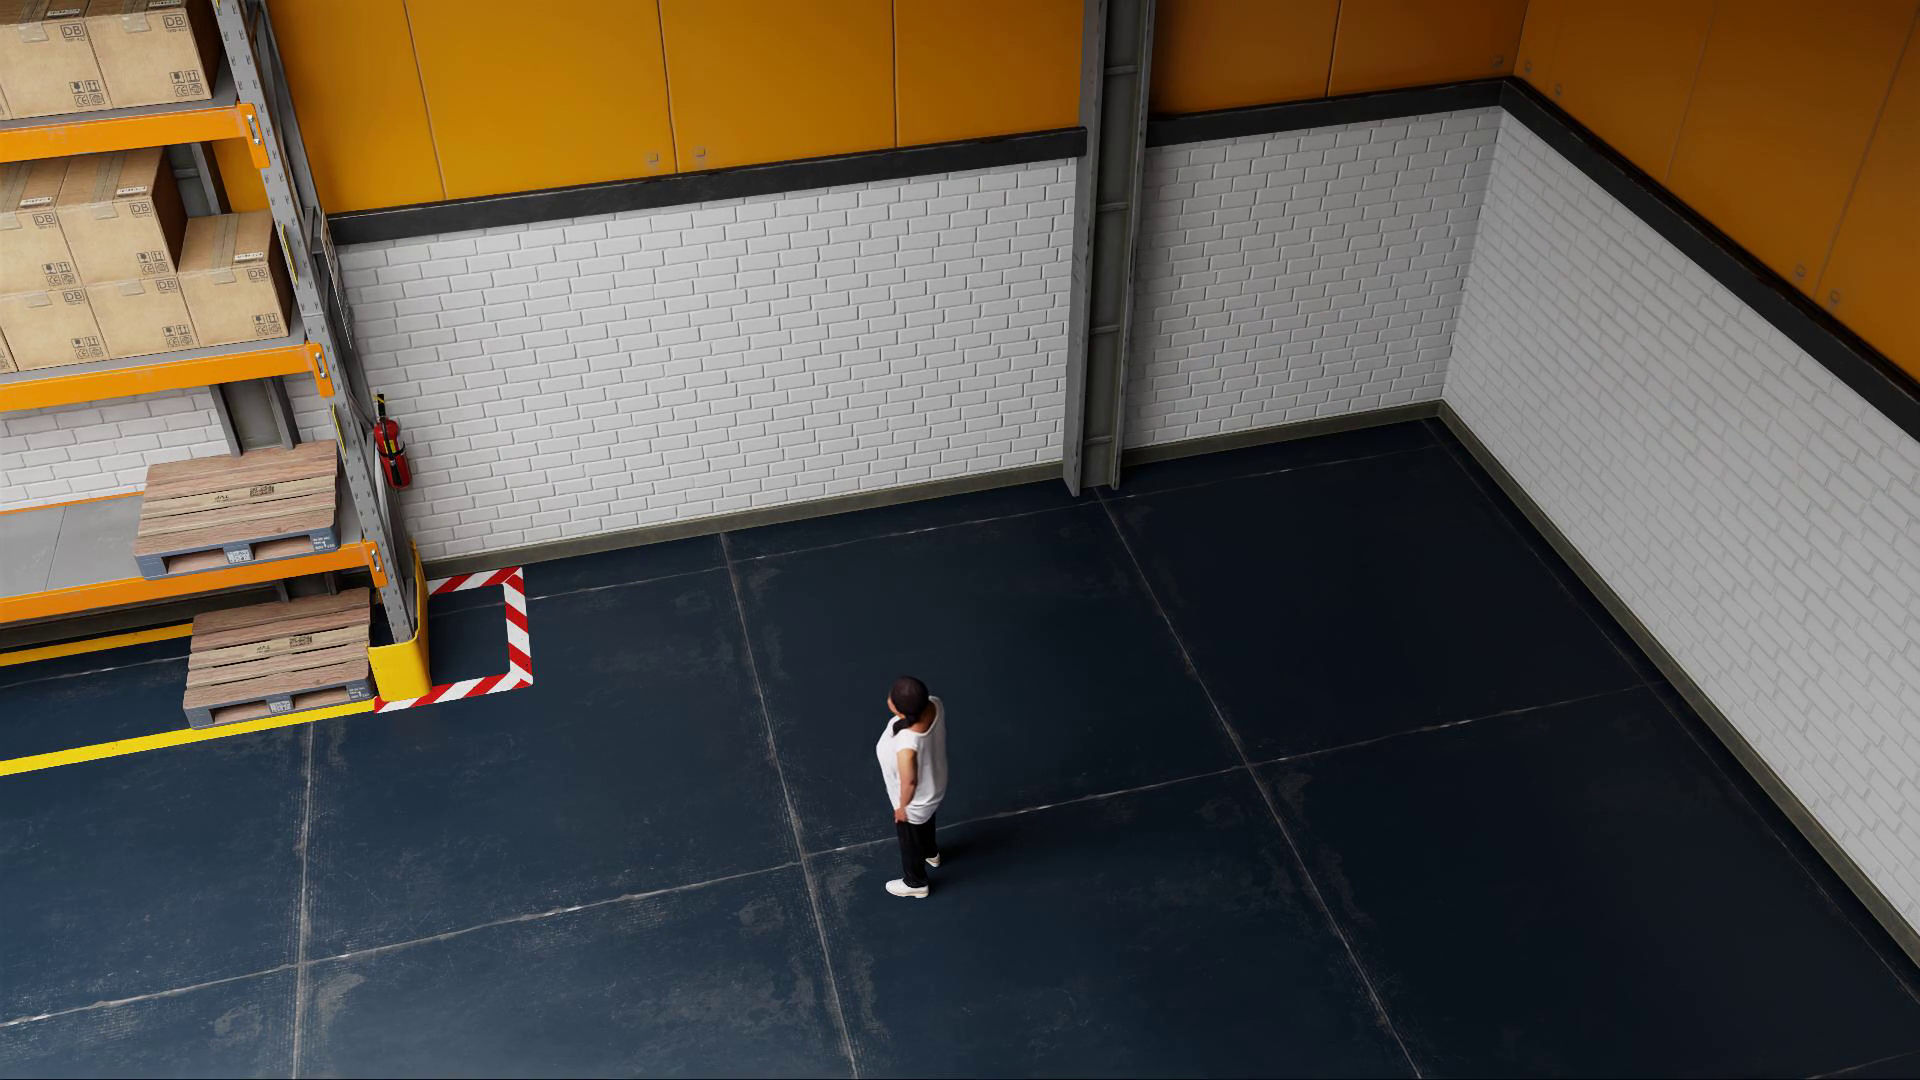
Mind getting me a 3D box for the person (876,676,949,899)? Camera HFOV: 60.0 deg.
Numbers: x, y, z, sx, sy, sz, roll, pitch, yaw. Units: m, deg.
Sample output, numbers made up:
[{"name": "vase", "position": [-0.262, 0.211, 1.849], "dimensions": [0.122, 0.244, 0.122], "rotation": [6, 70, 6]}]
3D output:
[{"name": "person", "position": [-0.277, 1.425, 9.741], "dimensions": [0.799, 1.687, 0.764], "rotation": [13, 41, 16]}]
